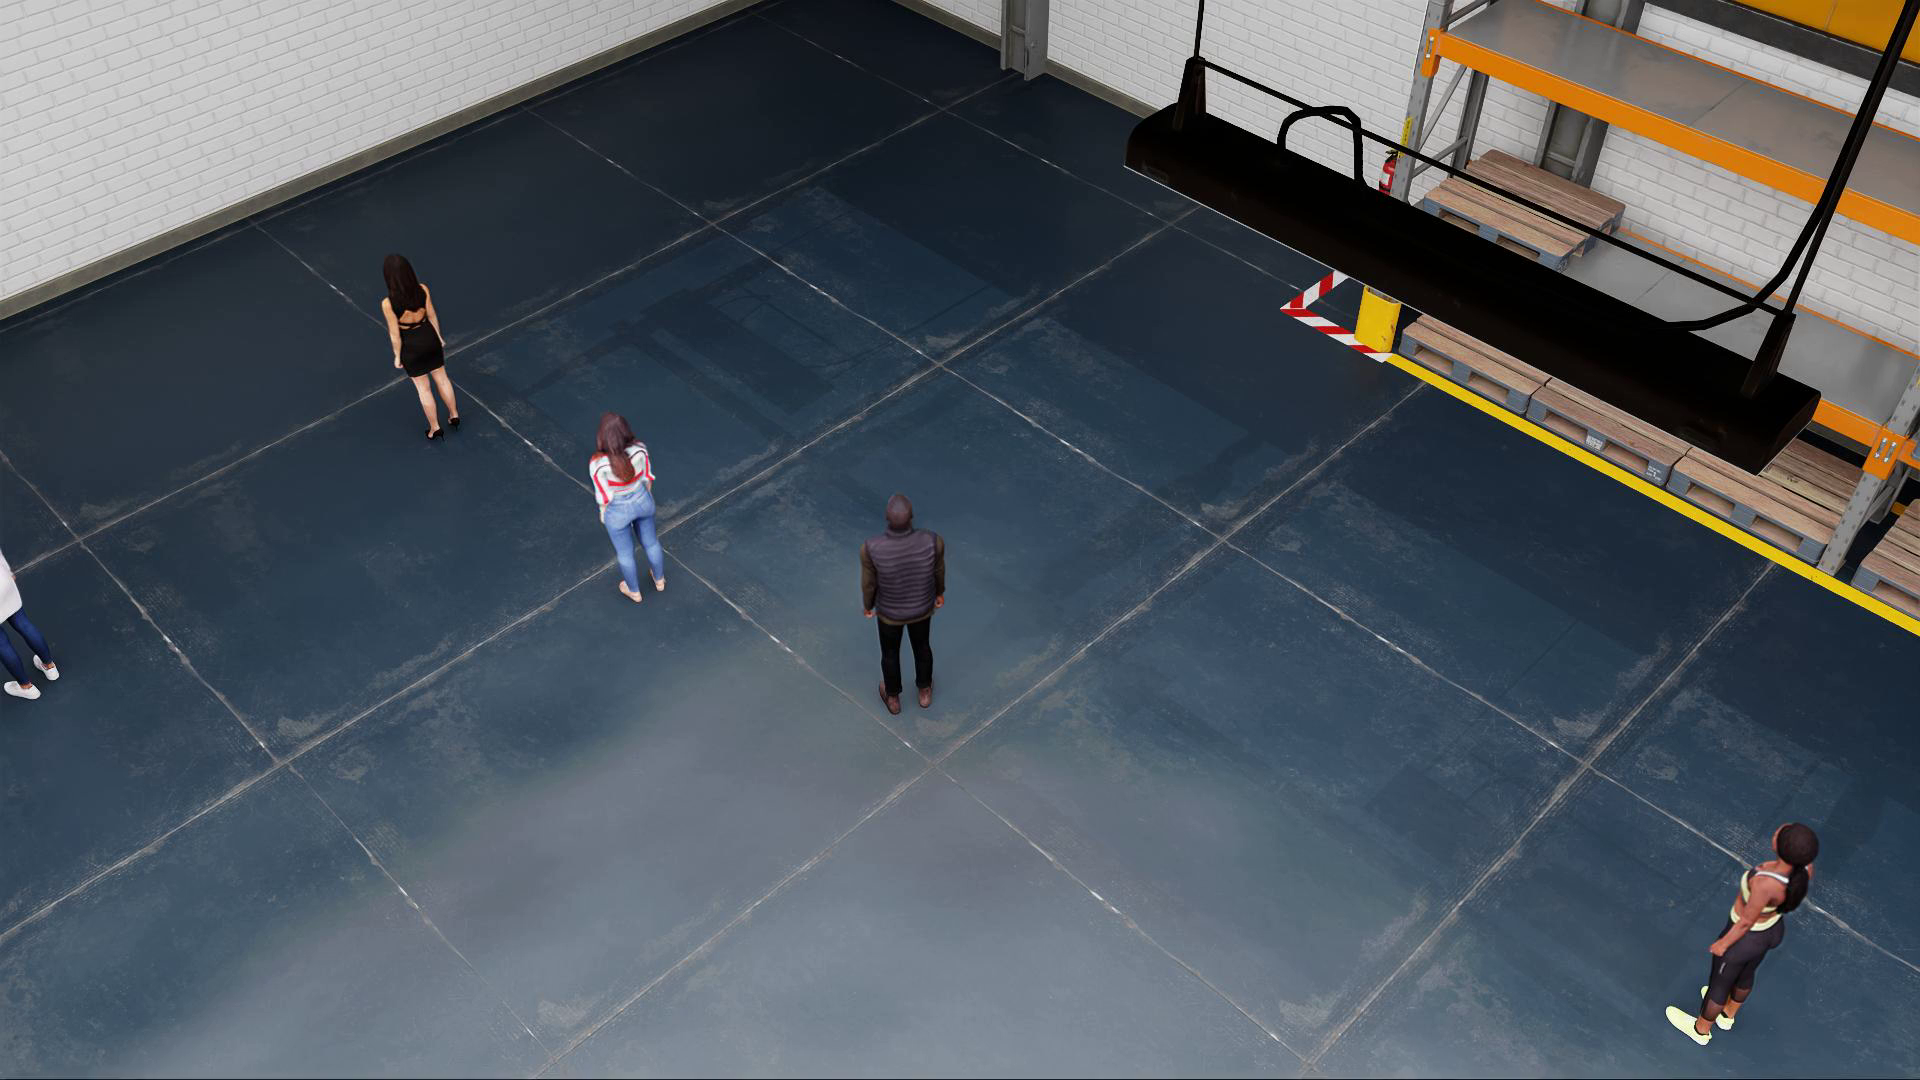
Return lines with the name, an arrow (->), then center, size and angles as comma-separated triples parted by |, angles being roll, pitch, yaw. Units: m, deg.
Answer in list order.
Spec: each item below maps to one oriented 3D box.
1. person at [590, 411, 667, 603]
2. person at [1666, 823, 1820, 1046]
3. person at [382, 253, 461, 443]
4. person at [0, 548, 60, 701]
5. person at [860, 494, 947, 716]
person -> -2.273, -0.234, 11.402 | 0.623, 1.614, 0.573 | -25, 49, -24
person -> 4.209, 2.105, 8.847 | 0.622, 1.753, 0.596 | -20, 47, -20
person -> -4.112, -1.454, 12.661 | 0.568, 1.645, 0.491 | -33, 53, -30
person -> -6.269, 0.332, 10.691 | 0.628, 1.776, 0.669 | 20, 47, 19
person -> -0.357, 0.408, 10.568 | 0.778, 1.836, 0.775 | -9, 44, -9
